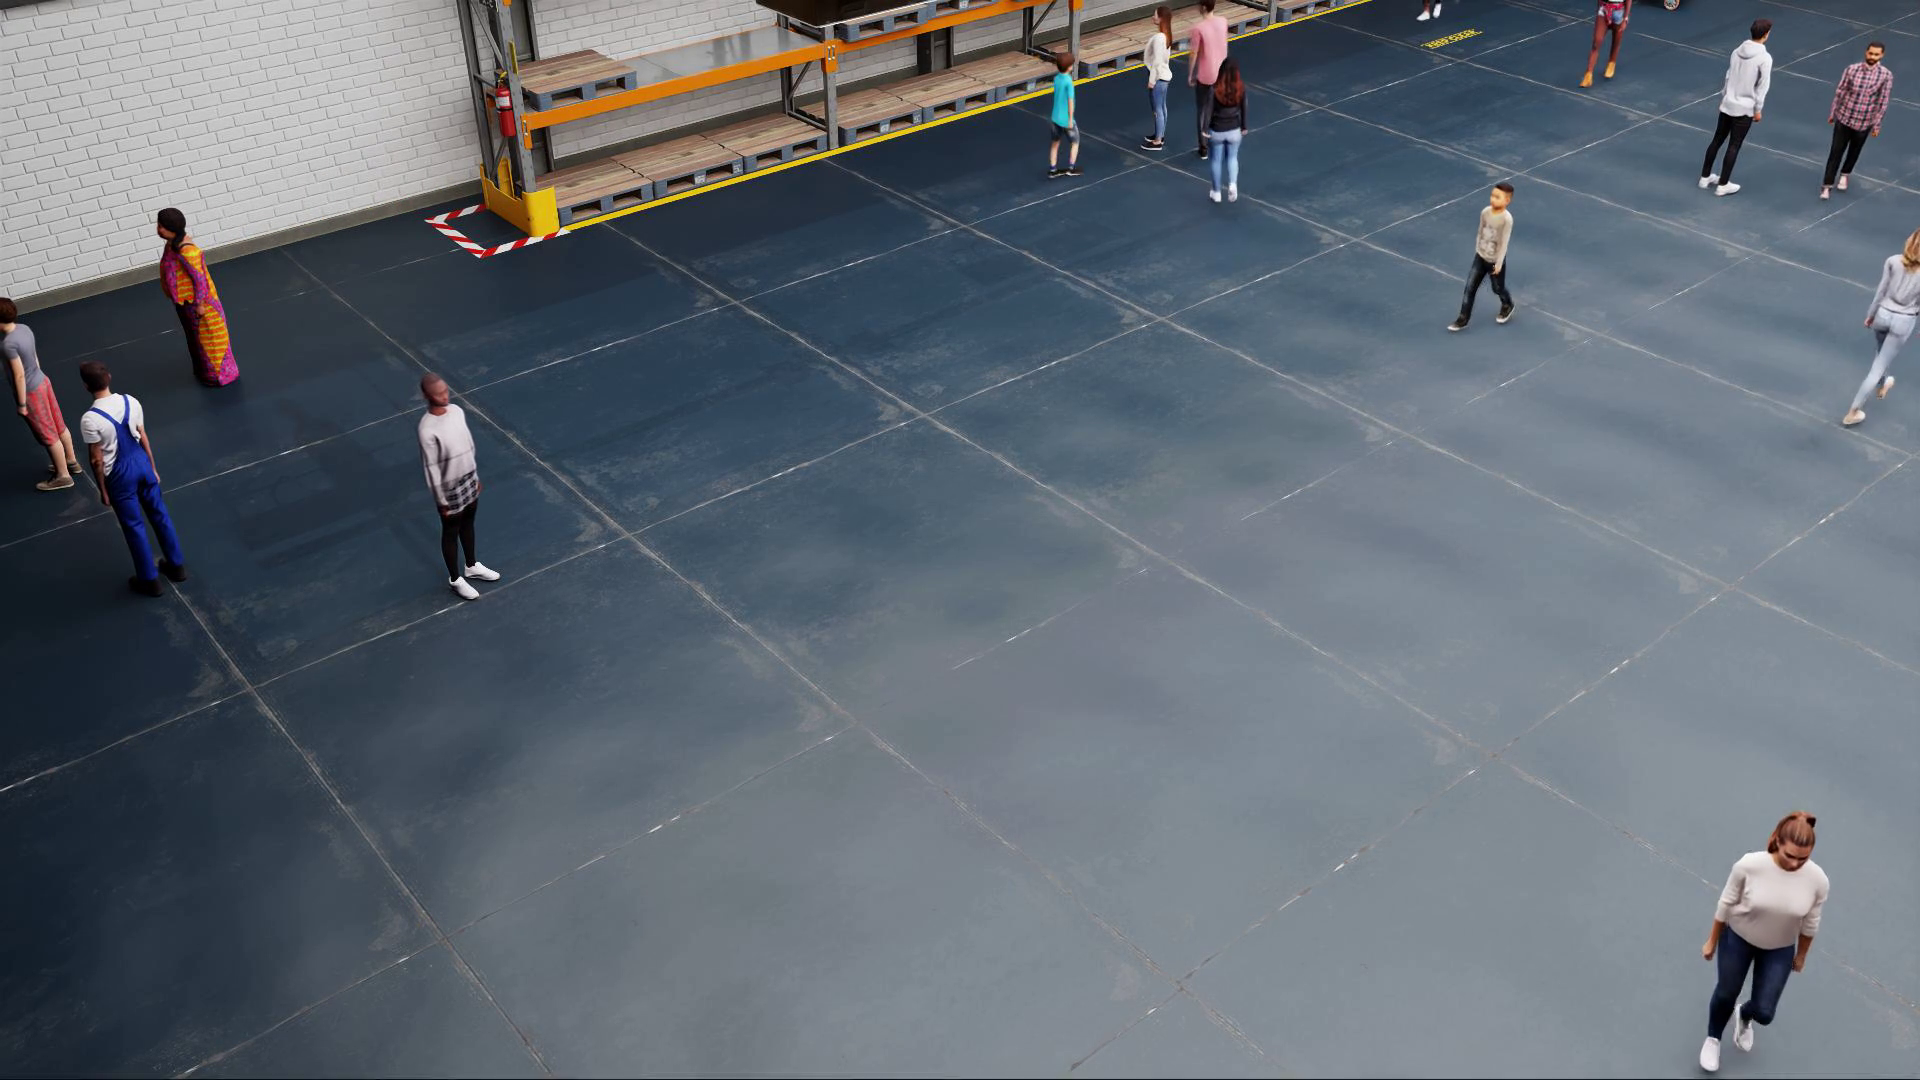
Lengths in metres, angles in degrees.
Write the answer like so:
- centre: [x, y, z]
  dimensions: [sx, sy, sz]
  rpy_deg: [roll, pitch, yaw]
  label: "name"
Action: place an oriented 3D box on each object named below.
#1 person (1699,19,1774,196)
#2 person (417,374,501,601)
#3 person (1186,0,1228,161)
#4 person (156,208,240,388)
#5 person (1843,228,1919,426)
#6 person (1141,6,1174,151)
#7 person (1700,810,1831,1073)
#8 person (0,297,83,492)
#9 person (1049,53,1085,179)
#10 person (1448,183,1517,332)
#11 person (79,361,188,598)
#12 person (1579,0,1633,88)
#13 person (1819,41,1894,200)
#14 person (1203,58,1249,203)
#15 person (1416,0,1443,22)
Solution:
- centre: [8.714, -4.860, 18.632]
  dimensions: [0.675, 1.918, 0.737]
  rpy_deg: [-16, 37, -23]
  label: "person"
- centre: [-3.684, -0.412, 12.074]
  dimensions: [0.754, 1.771, 0.624]
  rpy_deg: [13, 36, 18]
  label: "person"
- centre: [2.929, -5.402, 19.423]
  dimensions: [0.640, 1.945, 0.820]
  rpy_deg: [-11, 35, -16]
  label: "person"
- centre: [-6.846, -2.185, 14.822]
  dimensions: [0.628, 1.681, 0.627]
  rpy_deg: [-25, 41, -32]
  label: "person"
- centre: [7.898, -1.784, 14.148]
  dimensions: [1.095, 1.760, 0.627]
  rpy_deg: [-23, 40, -30]
  label: "person"
- centre: [2.372, -5.504, 19.806]
  dimensions: [0.765, 1.691, 0.656]
  rpy_deg: [11, 35, 16]
  label: "person"
- centre: [4.070, 2.004, 8.486]
  dimensions: [0.753, 1.719, 0.797]
  rpy_deg: [15, 36, 21]
  label: "person"
- centre: [-7.438, -1.190, 13.353]
  dimensions: [0.702, 1.651, 0.676]
  rpy_deg: [-3, 34, -4]
  label: "person"
- centre: [1.127, -4.832, 19.024]
  dimensions: [0.656, 1.438, 0.576]
  rpy_deg: [-21, 39, -29]
  label: "person"
- centre: [5.095, -2.682, 15.782]
  dimensions: [0.987, 1.445, 0.568]
  rpy_deg: [-23, 40, -31]
  label: "person"
- centre: [-6.030, -0.455, 12.069]
  dimensions: [0.747, 1.847, 0.616]
  rpy_deg: [17, 37, 24]
  label: "person"
- centre: [8.572, -6.817, 21.794]
  dimensions: [0.869, 1.677, 1.264]
  rpy_deg: [20, 38, 27]
  label: "person"
- centre: [10.012, -4.696, 18.569]
  dimensions: [0.970, 1.715, 1.234]
  rpy_deg: [18, 37, 24]
  label: "person"
- centre: [2.940, -4.466, 18.308]
  dimensions: [0.878, 1.622, 0.916]
  rpy_deg: [-4, 34, -6]
  label: "person"
- centre: [6.957, -8.459, 24.251]
  dimensions: [0.646, 1.693, 0.586]
  rpy_deg: [-27, 42, -34]
  label: "person"
